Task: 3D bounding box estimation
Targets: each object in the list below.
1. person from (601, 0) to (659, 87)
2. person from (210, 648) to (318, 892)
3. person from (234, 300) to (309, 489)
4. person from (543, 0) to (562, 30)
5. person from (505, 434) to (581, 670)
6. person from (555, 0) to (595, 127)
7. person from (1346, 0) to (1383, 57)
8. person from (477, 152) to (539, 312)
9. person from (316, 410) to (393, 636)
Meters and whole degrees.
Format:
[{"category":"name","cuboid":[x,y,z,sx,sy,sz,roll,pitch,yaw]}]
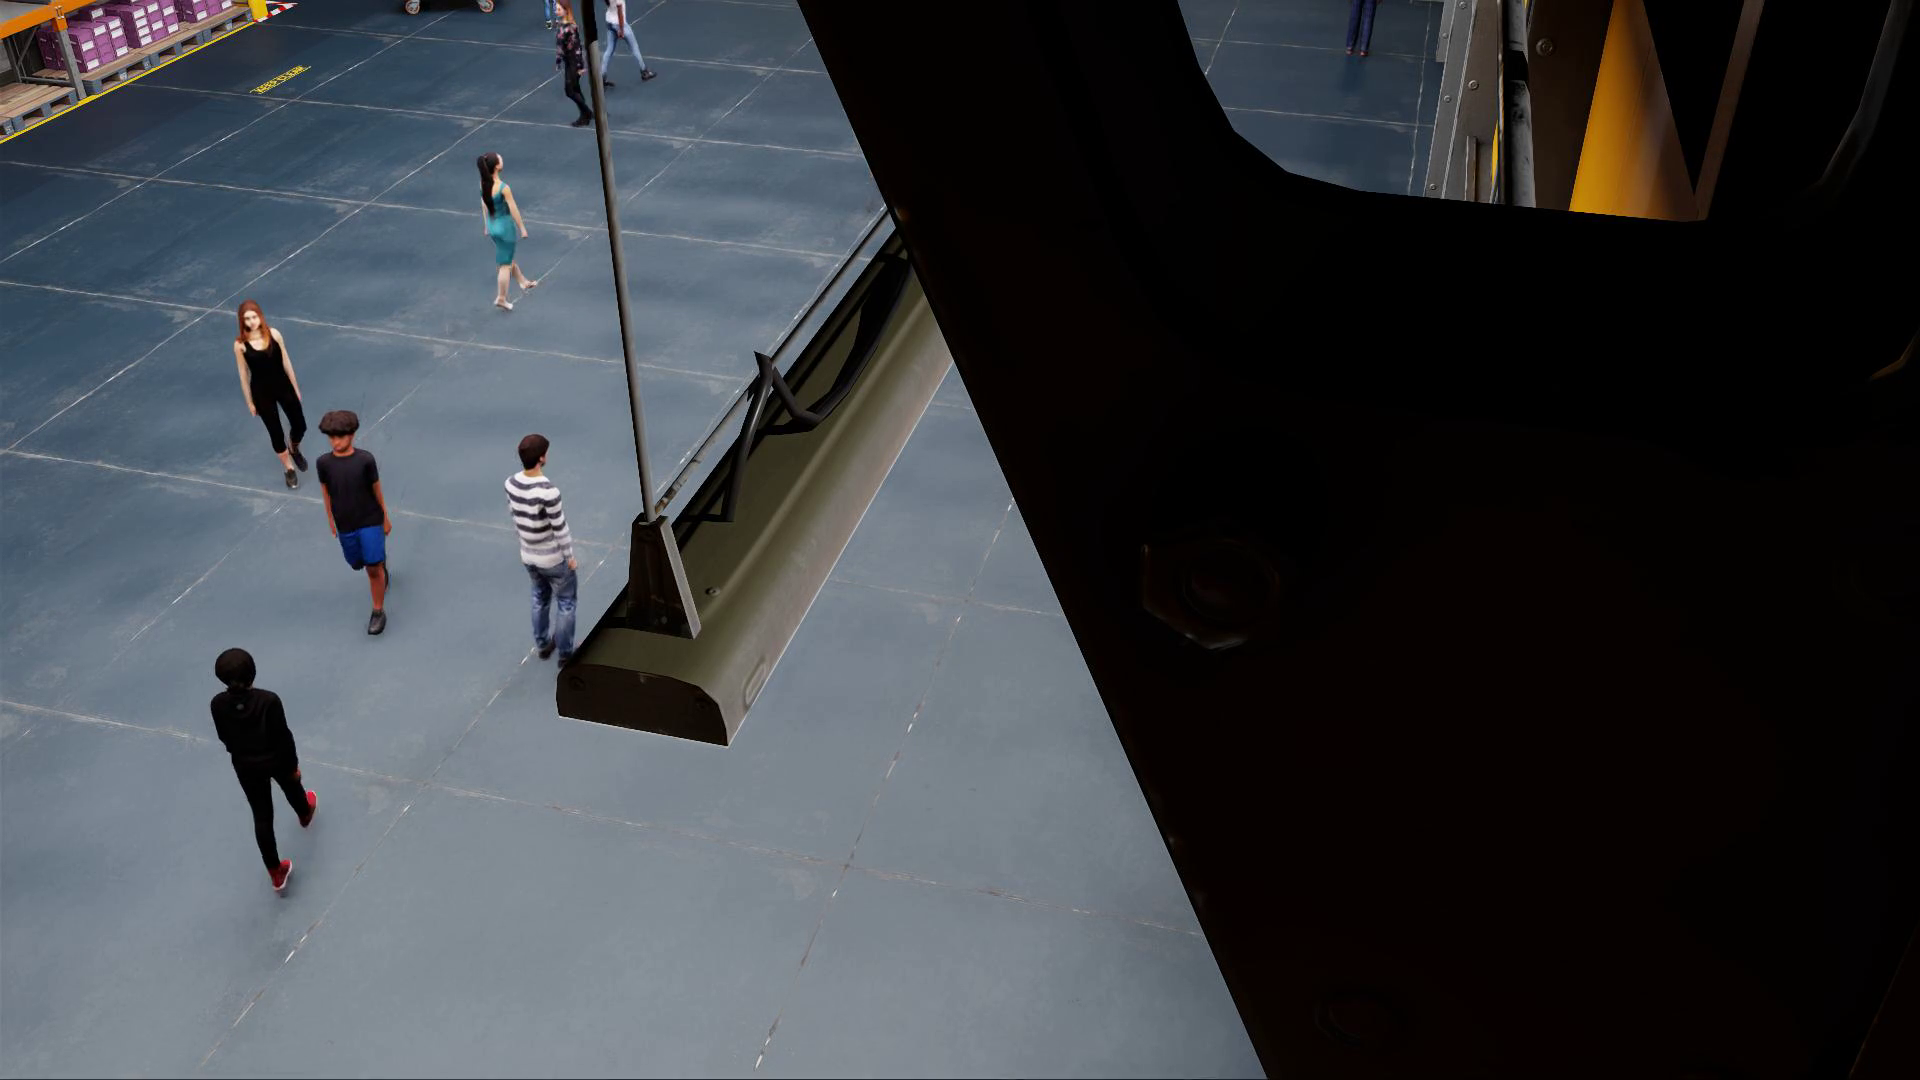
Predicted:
[{"category":"person","cuboid":[-4.772,-7.032,22.816,1.183,1.676,1.006,-25,41,-32]},{"category":"person","cuboid":[-4.269,1.415,10.145,0.873,1.634,1.146,-3,34,-5]},{"category":"person","cuboid":[-5.836,-1.271,14.113,0.758,1.715,0.818,-18,37,-24]},{"category":"person","cuboid":[-6.255,-8.399,25.284,0.585,1.220,0.593,-4,34,-6]},{"category":"person","cuboid":[-2.985,0.114,11.921,0.715,1.834,0.671,18,38,25]},{"category":"person","cuboid":[-4.935,-6.185,21.545,0.770,1.672,0.709,-17,37,-24]},{"category":"person","cuboid":[5.867,-7.964,24.085,0.712,1.823,0.646,14,36,20]},{"category":"person","cuboid":[-4.704,-3.102,16.911,0.756,1.666,0.948,19,38,27]},{"category":"person","cuboid":[-4.481,-0.199,12.440,0.822,1.781,1.105,-2,34,-4]}]
